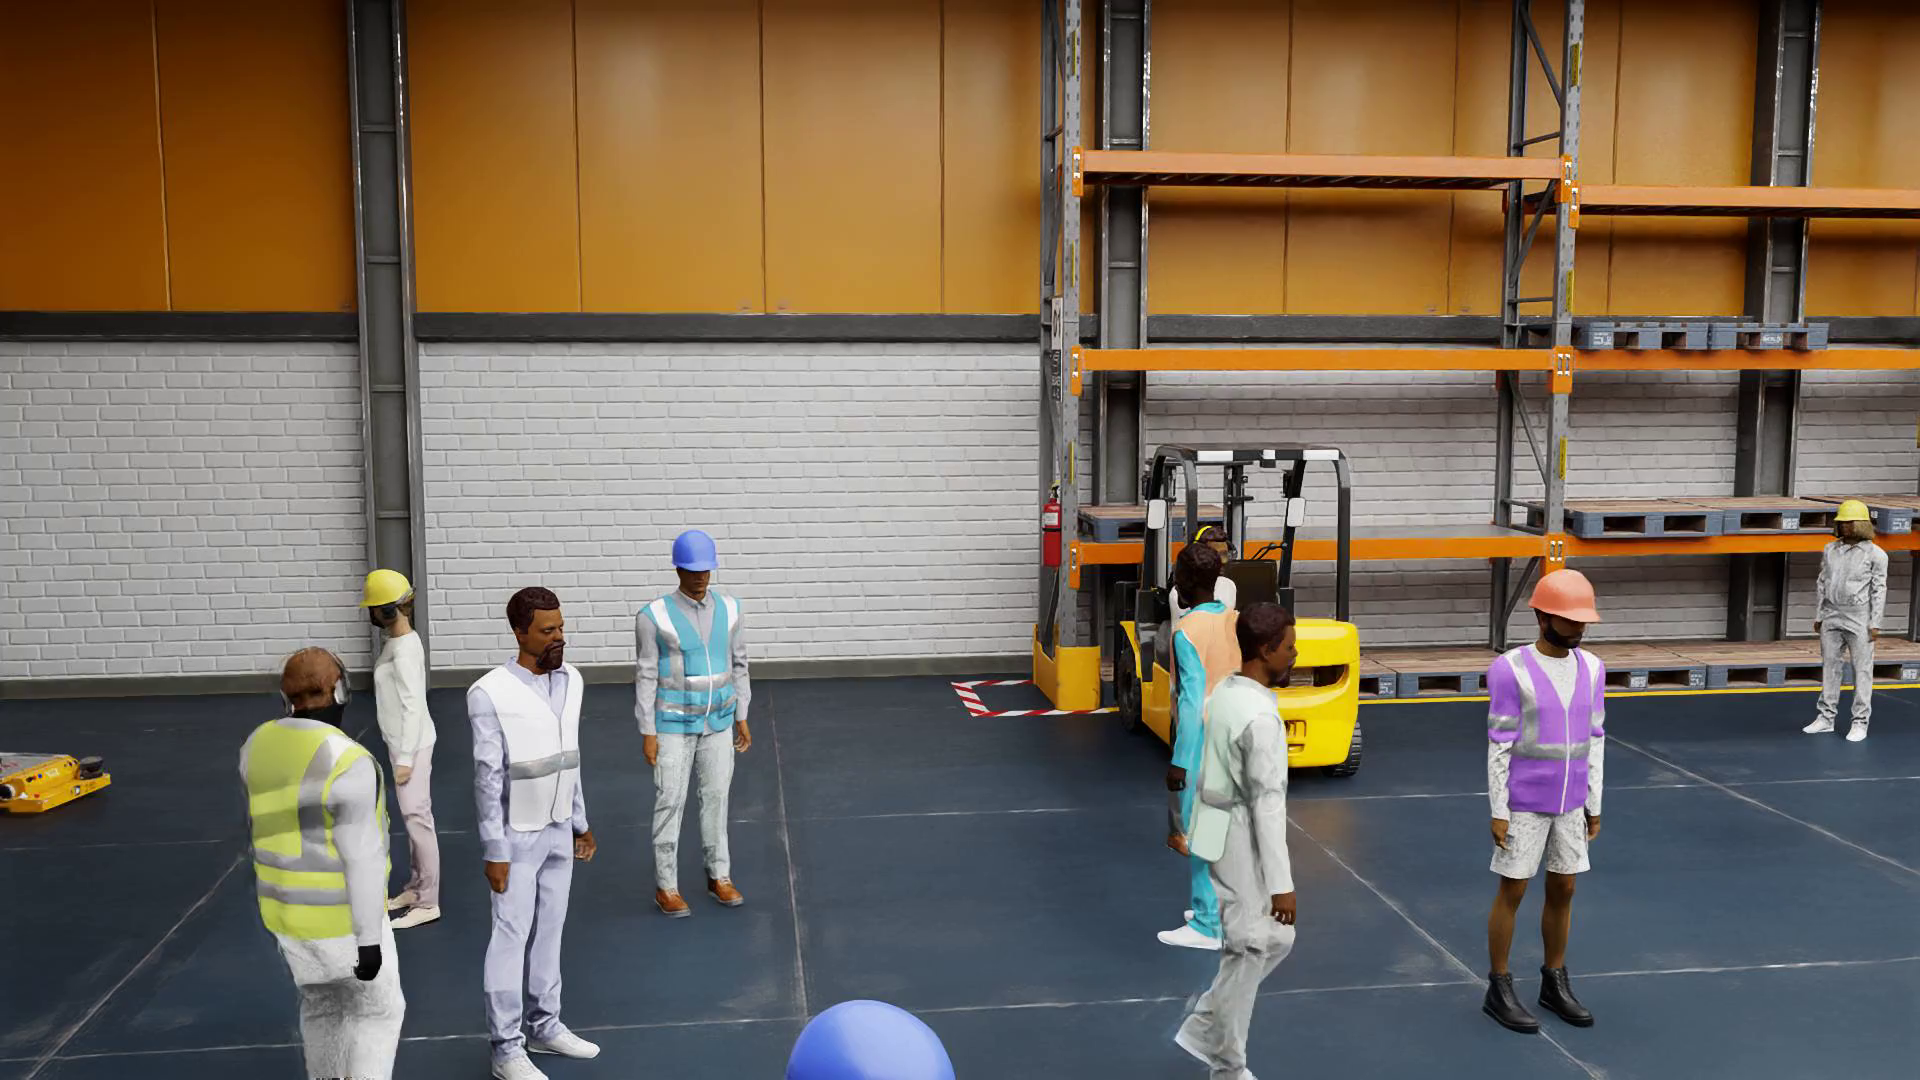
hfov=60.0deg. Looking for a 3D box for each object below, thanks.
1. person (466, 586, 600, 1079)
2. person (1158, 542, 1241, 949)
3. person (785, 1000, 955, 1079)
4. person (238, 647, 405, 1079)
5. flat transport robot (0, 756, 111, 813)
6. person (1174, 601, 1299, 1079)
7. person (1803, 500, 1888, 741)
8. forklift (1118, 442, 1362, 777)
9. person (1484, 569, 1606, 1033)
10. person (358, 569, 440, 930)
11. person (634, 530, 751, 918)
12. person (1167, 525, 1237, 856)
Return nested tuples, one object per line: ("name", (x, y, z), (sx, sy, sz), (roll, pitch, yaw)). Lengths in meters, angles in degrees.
("person", (-1.662, 1.128, 6.469), (0.391, 1.920, 0.587), (3, 7, 24))
("person", (1.169, 0.968, 7.876), (0.373, 1.917, 0.594), (4, 8, 31))
("person", (-0.082, 1.592, 2.336), (0.415, 1.940, 0.605), (5, 8, 36))
("person", (-2.134, 1.266, 5.691), (0.659, 1.820, 0.499), (4, 8, 32))
("flat transport robot", (-6.171, 1.498, 10.383), (1.431, 0.197, 0.652), (1, 7, 7))
("person", (1.068, 1.170, 6.169), (0.447, 1.904, 0.602), (0, 7, 2))
("person", (6.427, 0.577, 12.053), (0.301, 1.745, 0.483), (-4, 8, -32))
("forklift", (1.912, 0.418, 11.496), (1.214, 2.155, 2.313), (-1, 7, -8))
("person", (2.445, 1.074, 6.901), (0.545, 1.930, 0.386), (-2, 7, -15))
("person", (-2.742, 1.016, 8.151), (0.337, 1.760, 0.526), (-2, 7, -21))
("person", (-1.326, 0.908, 8.332), (0.615, 1.940, 0.416), (-5, 8, -37))
("person", (1.370, 0.837, 9.303), (0.501, 1.861, 0.328), (-5, 9, -40))
